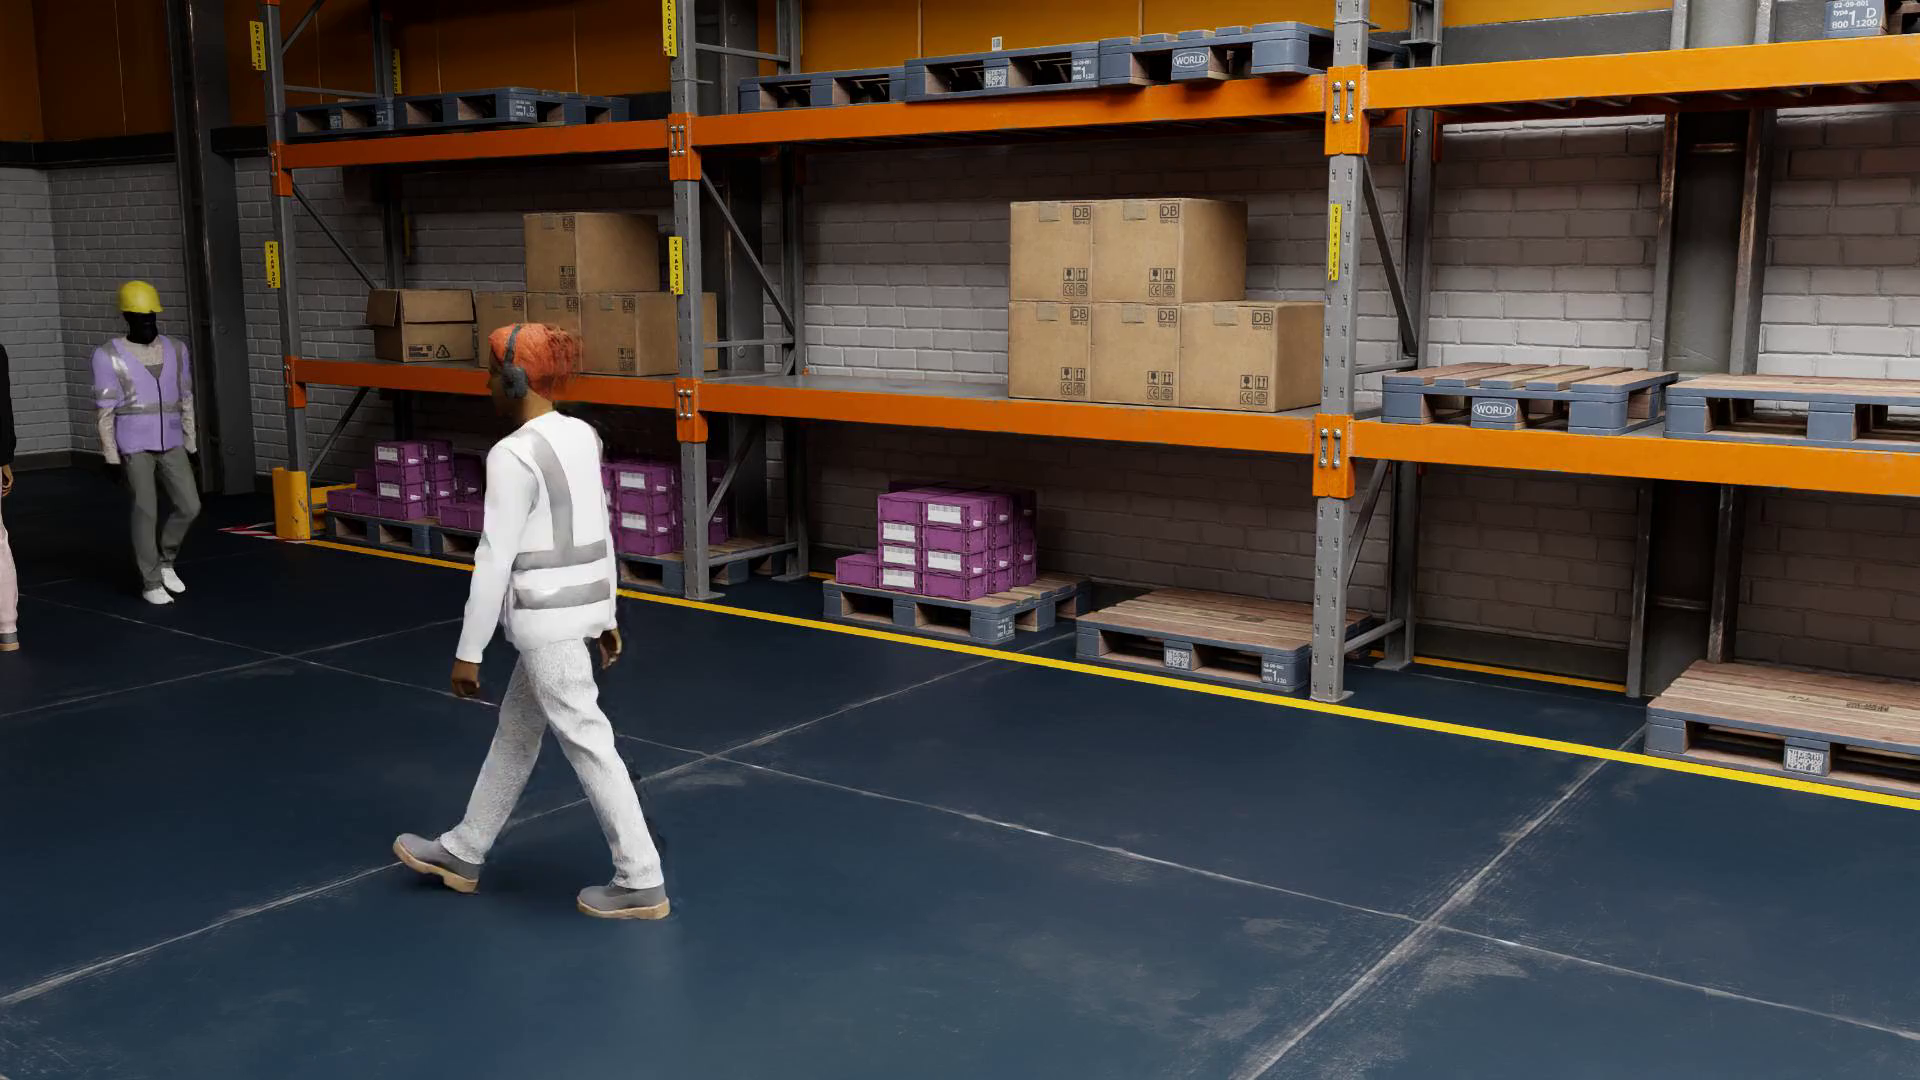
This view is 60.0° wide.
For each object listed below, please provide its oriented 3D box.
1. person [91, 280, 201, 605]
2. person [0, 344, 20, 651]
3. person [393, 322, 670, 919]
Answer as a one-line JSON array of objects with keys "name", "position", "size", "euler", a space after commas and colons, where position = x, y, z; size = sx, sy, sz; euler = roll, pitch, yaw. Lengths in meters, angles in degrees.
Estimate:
[{"name": "person", "position": [-4.749, -0.562, 9.777], "size": [0.419, 1.908, 0.607], "euler": [7, 12, 34]}, {"name": "person", "position": [-5.104, -0.381, 8.444], "size": [0.375, 1.995, 0.611], "euler": [5, 11, 29]}, {"name": "person", "position": [-1.337, 0.261, 5.096], "size": [0.969, 1.829, 0.606], "euler": [2, 10, 10]}]
